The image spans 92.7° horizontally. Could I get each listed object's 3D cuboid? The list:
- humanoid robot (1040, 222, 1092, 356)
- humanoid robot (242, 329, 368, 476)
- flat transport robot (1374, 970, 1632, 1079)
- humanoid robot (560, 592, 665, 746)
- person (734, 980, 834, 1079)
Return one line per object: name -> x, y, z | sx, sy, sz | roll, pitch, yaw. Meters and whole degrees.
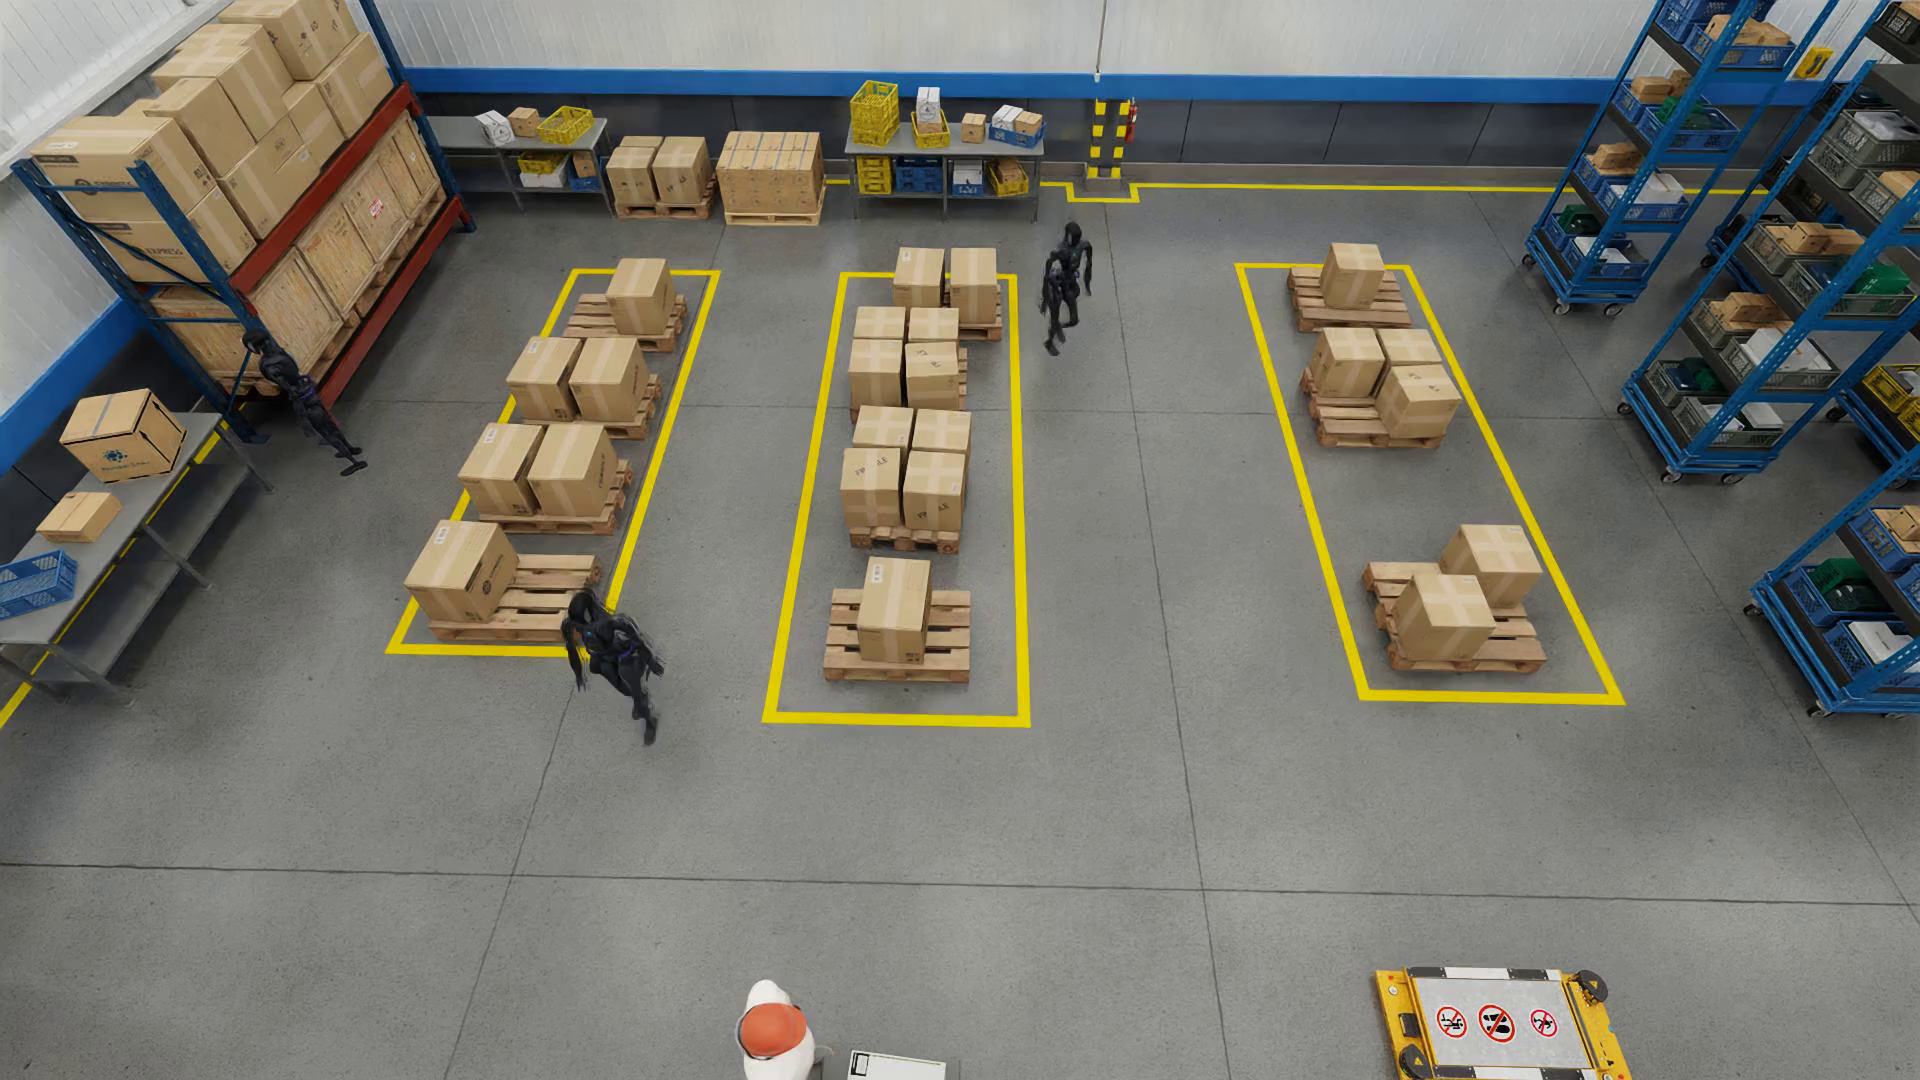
humanoid robot -> 1.137, -2.683, 9.764 | 0.654, 1.633, 0.393 | -20, 54, -16
humanoid robot -> -6.170, -1.292, 8.622 | 0.313, 1.656, 0.614 | -25, 55, -19
flat transport robot -> 3.501, 3.133, 5.914 | 1.431, 0.197, 0.652 | 1, 51, 1
humanoid robot -> -2.569, 0.959, 6.800 | 0.614, 1.636, 0.584 | 4, 51, 3
person -> -0.938, 2.865, 5.047 | 0.394, 1.990, 0.616 | -9, 51, -7
